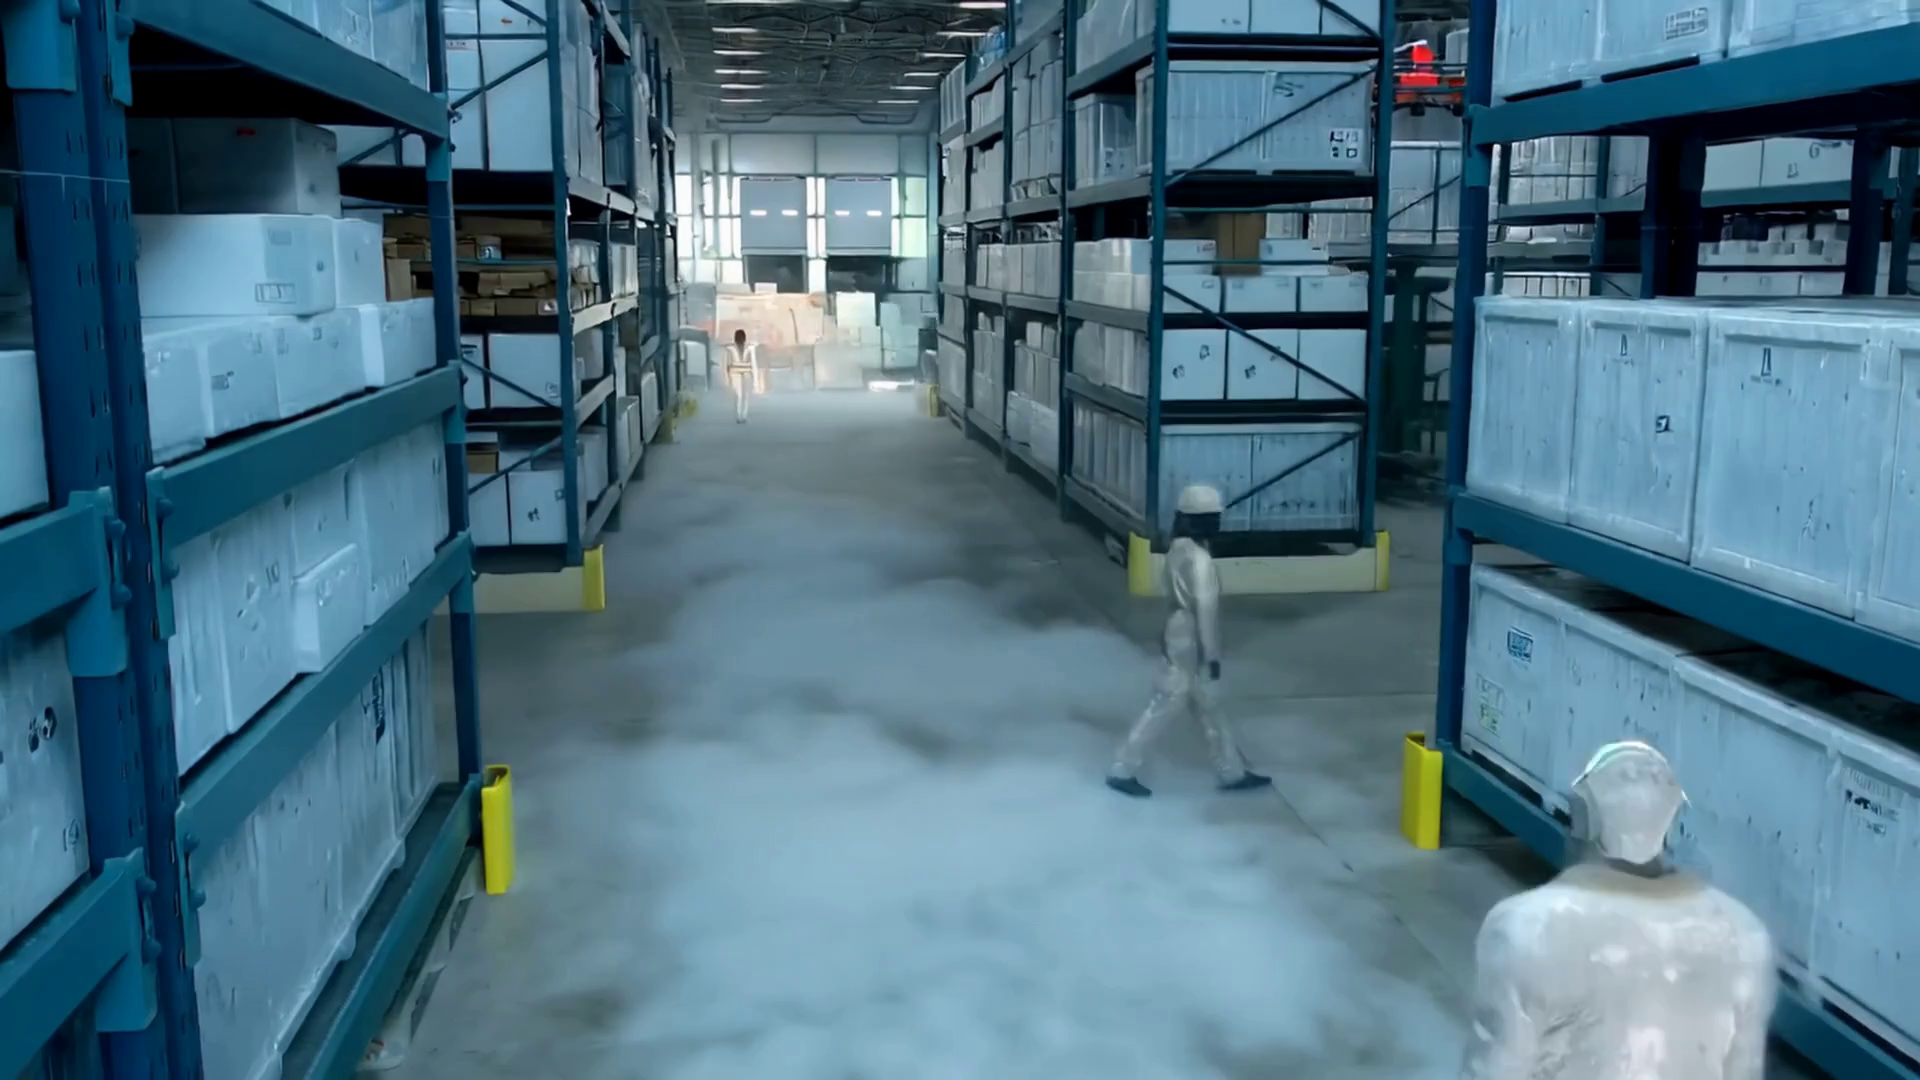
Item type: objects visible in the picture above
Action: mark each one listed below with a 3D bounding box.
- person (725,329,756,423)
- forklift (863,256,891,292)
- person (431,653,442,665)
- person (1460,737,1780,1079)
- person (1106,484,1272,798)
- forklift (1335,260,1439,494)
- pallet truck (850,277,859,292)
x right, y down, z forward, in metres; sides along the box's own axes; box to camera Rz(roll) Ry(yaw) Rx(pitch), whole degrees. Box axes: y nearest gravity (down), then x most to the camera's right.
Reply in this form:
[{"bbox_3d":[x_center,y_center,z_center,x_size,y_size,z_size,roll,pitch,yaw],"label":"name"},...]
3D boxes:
[{"bbox_3d":[-3.803,-2.850,28.799,0.531,1.622,0.423,-2,10,-14],"label":"person"},{"bbox_3d":[-2.730,-8.007,55.180,1.129,2.768,1.873,-7,12,-35],"label":"forklift"},{"bbox_3d":[-3.912,0.028,11.502,0.630,1.825,0.629,4,11,22],"label":"person"},{"bbox_3d":[1.377,1.341,3.660,0.673,1.880,0.638,0,10,-1],"label":"person"},{"bbox_3d":[1.211,0.544,8.847,0.919,1.699,0.492,0,10,-3],"label":"person"},{"bbox_3d":[5.092,-2.070,20.616,1.129,2.768,1.873,-1,10,-7],"label":"forklift"},{"bbox_3d":[-3.782,-9.391,65.808,1.885,1.965,0.823,2,10,10],"label":"pallet truck"}]
